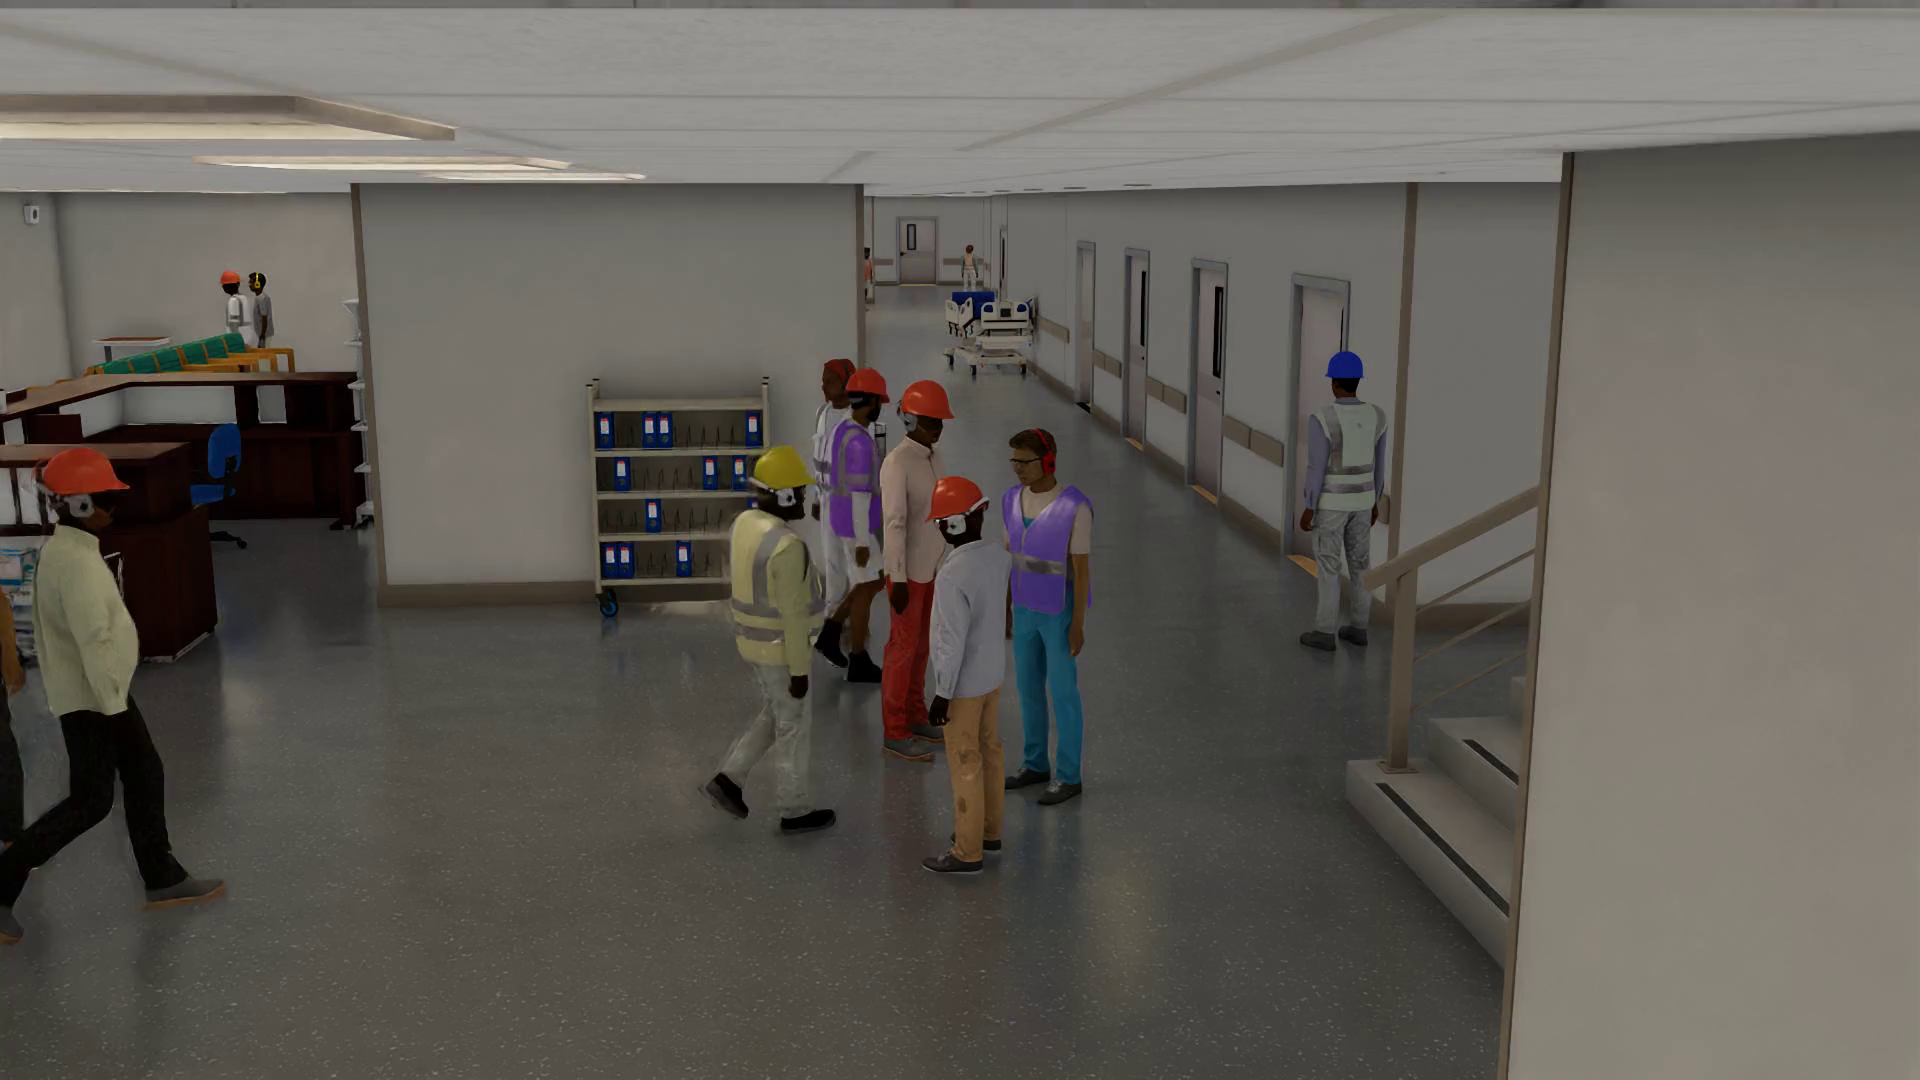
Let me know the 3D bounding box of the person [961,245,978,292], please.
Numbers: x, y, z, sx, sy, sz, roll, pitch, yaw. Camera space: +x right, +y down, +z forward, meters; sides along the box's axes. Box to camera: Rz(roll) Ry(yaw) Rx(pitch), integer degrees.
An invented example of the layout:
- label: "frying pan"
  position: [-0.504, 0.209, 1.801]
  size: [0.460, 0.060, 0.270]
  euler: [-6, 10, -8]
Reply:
- label: "person"
  position: [0.277, -7.604, 47.502]
  size: [0.514, 1.642, 0.310]
  euler: [3, 12, 15]

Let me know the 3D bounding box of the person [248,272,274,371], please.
- label: "person"
  position: [-10.126, -2.937, 24.134]
  size: [0.329, 1.873, 0.514]
  euler: [-4, 12, -19]

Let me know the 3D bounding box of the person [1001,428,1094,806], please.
- label: "person"
  position: [0.419, 0.359, 8.138]
  size: [0.404, 1.830, 0.573]
  euler: [-10, 15, -41]

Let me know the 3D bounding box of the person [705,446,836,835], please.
- label: "person"
  position: [-0.848, 0.476, 7.567]
  size: [0.493, 1.822, 0.611]
  euler: [-7, 13, -30]

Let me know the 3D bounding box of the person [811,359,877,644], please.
- label: "person"
  position: [-0.790, -0.258, 11.010]
  size: [0.356, 1.882, 0.574]
  euler: [-11, 16, -42]

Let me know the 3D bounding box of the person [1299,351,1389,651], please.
- label: "person"
  position: [2.479, -0.251, 10.814]
  size: [0.618, 1.945, 0.395]
  euler: [-5, 13, -25]

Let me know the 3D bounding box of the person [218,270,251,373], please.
- label: "person"
  position: [-10.228, -2.830, 23.461]
  size: [0.411, 1.932, 0.564]
  euler: [-1, 12, -5]

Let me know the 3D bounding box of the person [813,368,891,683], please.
- label: "person"
  position: [-0.627, -0.083, 10.087]
  size: [0.456, 1.908, 0.596]
  euler: [-2, 12, -11]

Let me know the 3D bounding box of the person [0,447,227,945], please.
- label: "person"
  position: [-3.500, 0.613, 6.569]
  size: [0.892, 1.964, 0.617]
  euler: [-6, 13, -26]

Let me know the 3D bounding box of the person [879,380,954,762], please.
- label: "person"
  position: [-0.210, 0.151, 8.741]
  size: [0.396, 1.990, 0.621]
  euler: [4, 12, 21]

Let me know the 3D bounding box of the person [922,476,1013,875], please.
- label: "person"
  position: [0.012, 0.584, 7.234]
  size: [0.337, 1.742, 0.562]
  euler: [5, 13, 24]
